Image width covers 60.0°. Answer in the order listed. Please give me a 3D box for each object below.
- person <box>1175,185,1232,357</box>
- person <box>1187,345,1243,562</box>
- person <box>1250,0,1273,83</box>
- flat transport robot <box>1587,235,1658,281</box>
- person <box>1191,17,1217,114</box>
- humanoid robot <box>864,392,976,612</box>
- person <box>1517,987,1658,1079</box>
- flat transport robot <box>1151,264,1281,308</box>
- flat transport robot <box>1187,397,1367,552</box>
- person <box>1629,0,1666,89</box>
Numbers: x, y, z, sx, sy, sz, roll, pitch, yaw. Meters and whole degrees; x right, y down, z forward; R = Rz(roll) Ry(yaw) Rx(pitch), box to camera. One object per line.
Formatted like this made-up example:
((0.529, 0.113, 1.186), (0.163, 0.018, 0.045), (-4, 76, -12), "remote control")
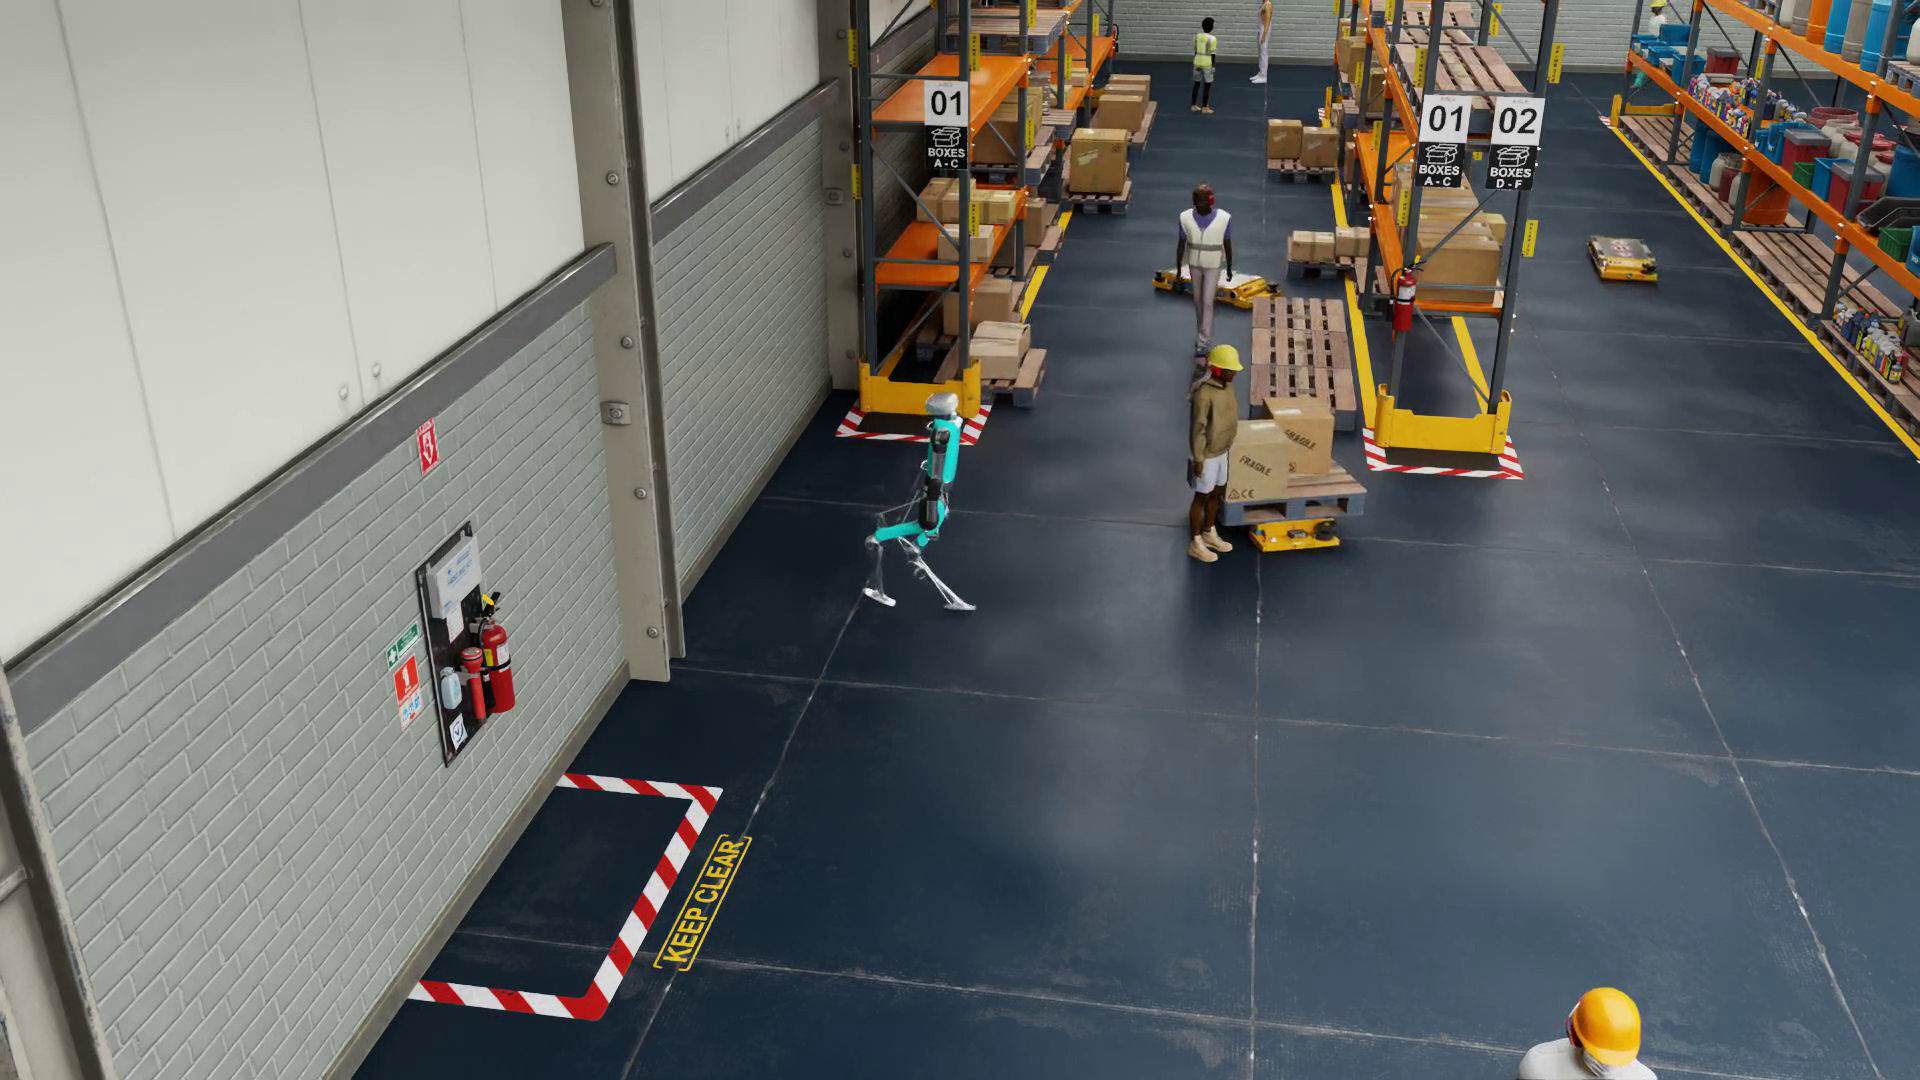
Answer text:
((2.571, -2.875, 17.695), (0.580, 1.799, 0.843), (12, 27, 23), "person")
((1.982, -0.706, 13.118), (0.425, 1.755, 0.546), (21, 33, 38), "person")
((5.971, -10.012, 32.900), (0.355, 1.864, 0.527), (1, 25, 3), "person")
((8.340, -3.555, 20.967), (0.659, 0.231, 1.431), (5, 26, 11), "flat transport robot")
((4.405, -8.542, 29.962), (0.319, 1.690, 0.534), (-19, 31, -35), "person")
((-0.383, -0.243, 12.197), (1.027, 1.763, 0.541), (4, 25, 9), "humanoid robot")
((2.279, 2.435, 6.238), (0.569, 1.889, 0.389), (8, 26, 17), "person")
((3.060, -3.056, 19.898), (1.431, 0.231, 0.659), (22, 33, 38), "flat transport robot")
((2.613, -0.287, 13.973), (0.659, 0.231, 1.431), (-4, 25, -9), "flat transport robot")
((13.466, -9.594, 32.153), (0.795, 1.738, 0.518), (-4, 25, -8), "person")
